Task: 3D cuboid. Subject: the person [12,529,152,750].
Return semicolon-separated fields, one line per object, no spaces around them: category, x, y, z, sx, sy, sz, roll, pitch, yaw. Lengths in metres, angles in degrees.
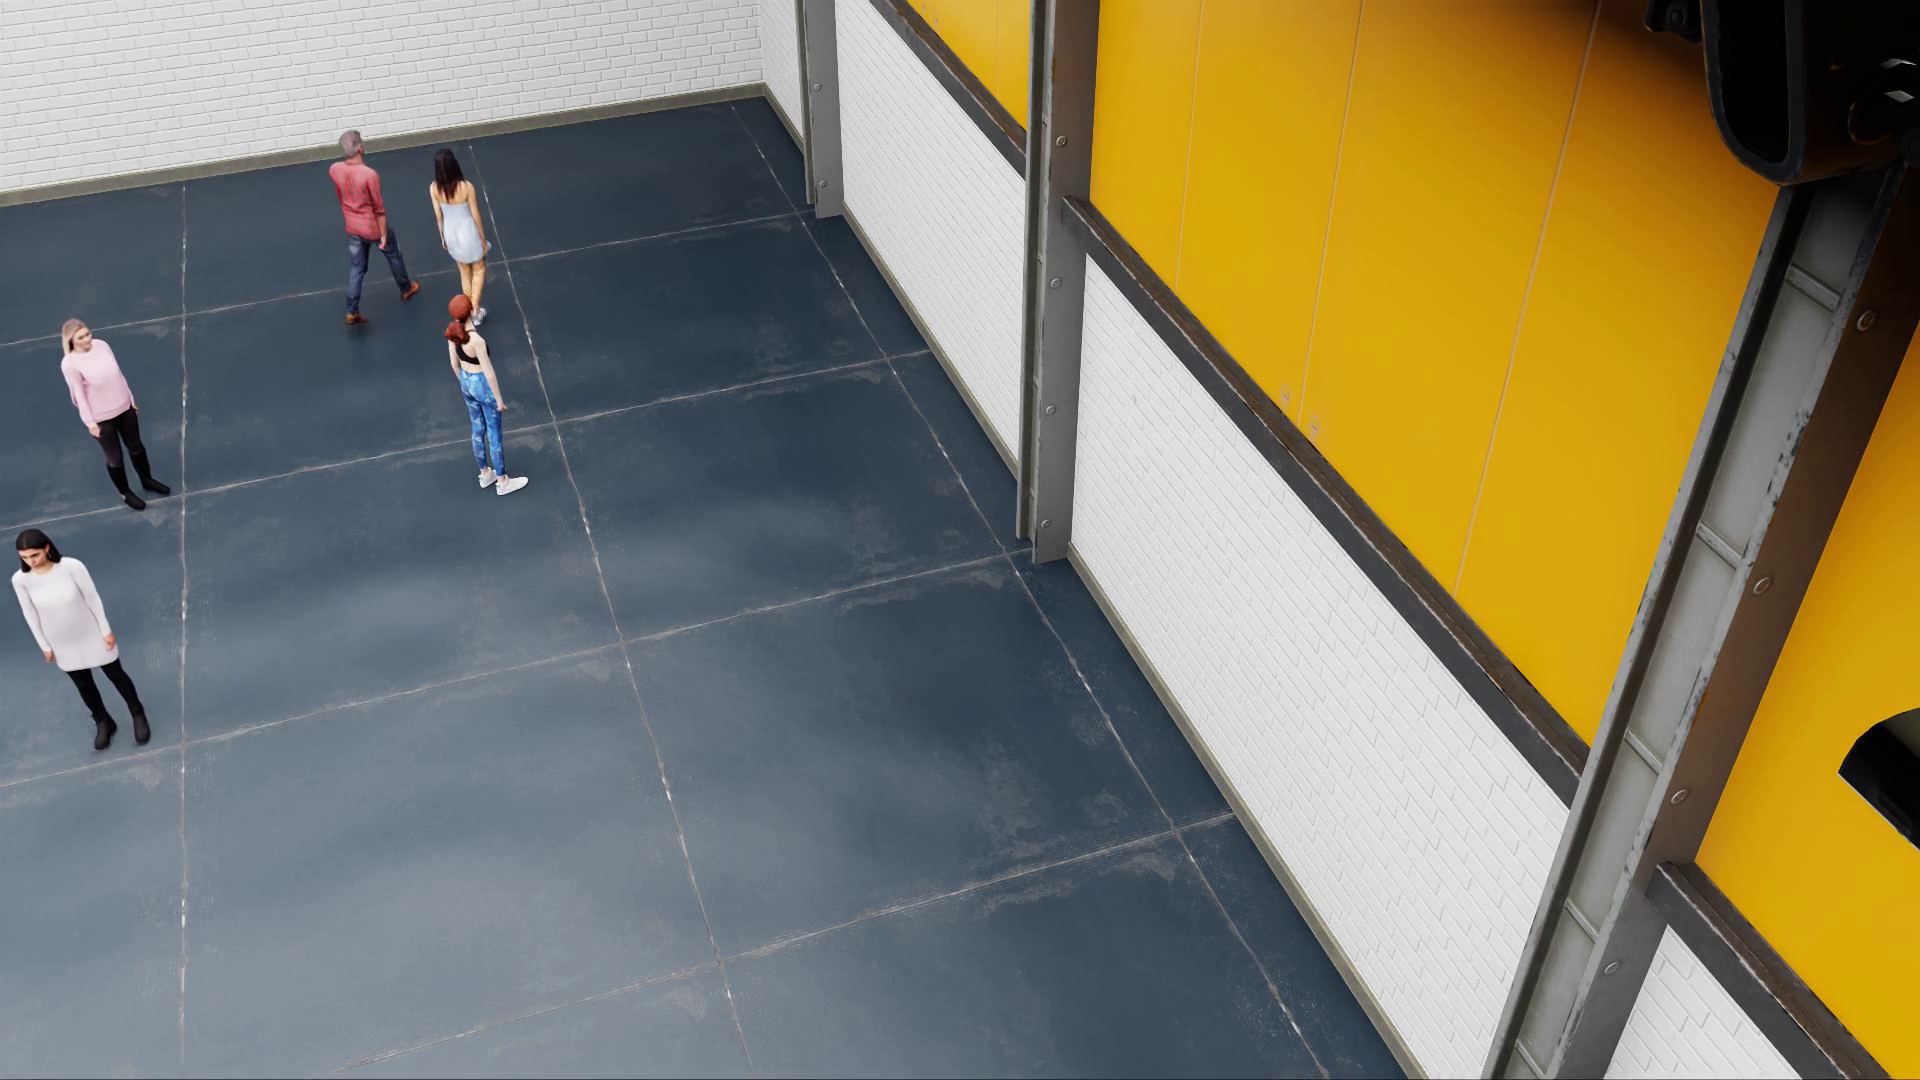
person;-5.722;0.615;10.828;0.612;1.804;0.522;-10;40;-13

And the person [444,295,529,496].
person;-3.764;-1.150;13.055;0.669;1.782;0.742;24;44;27

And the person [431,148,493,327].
person;-4.513;-2.668;15.010;0.707;1.714;0.838;-2;39;-3

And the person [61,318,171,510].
person;-6.642;-1.006;12.953;0.741;1.684;0.682;16;41;19

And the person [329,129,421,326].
person;-5.446;-2.791;15.102;1.154;1.791;1.323;9;40;12
